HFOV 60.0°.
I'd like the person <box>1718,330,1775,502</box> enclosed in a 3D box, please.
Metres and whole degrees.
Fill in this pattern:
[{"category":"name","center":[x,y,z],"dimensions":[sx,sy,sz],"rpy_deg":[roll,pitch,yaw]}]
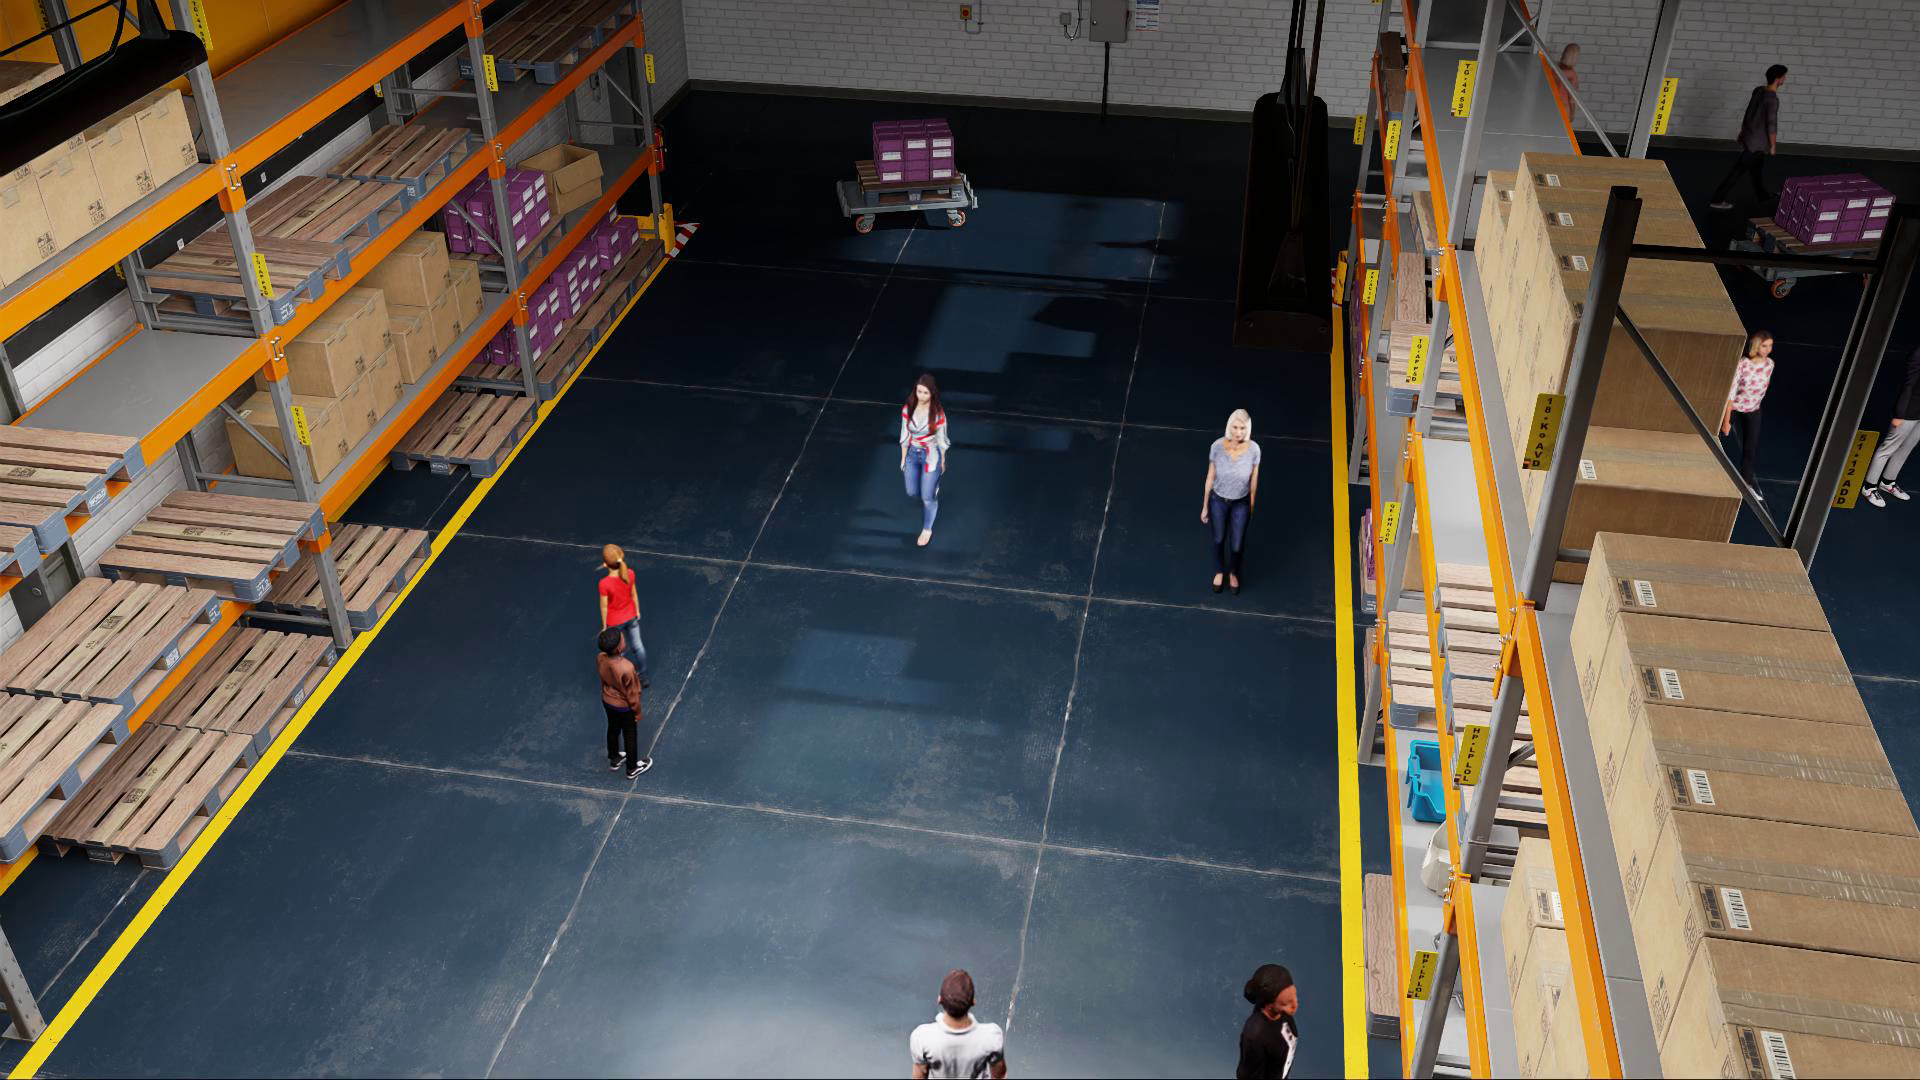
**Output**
[{"category":"person","center":[7.021,-1.193,15.106],"dimensions":[0.860,1.582,1.163],"rpy_deg":[-6,34,-9]}]

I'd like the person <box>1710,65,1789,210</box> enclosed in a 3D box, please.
[{"category":"person","center":[9.721,-4.919,20.512],"dimensions":[0.911,1.802,1.145],"rpy_deg":[-1,34,-1]}]

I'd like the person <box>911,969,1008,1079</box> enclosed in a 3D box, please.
[{"category":"person","center":[-0.007,2.934,8.654],"dimensions":[0.700,1.852,0.635],"rpy_deg":[-3,34,-4]}]

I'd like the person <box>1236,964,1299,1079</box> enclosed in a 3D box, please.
[{"category":"person","center":[1.602,2.888,8.882],"dimensions":[0.728,1.675,0.602],"rpy_deg":[19,38,26]}]

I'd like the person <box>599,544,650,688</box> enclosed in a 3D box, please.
[{"category":"person","center":[-2.569,0.601,12.656],"dimensions":[0.546,1.306,0.615],"rpy_deg":[-25,41,-33]}]

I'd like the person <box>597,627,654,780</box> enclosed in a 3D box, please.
[{"category":"person","center":[-2.435,1.153,11.875],"dimensions":[0.580,1.252,0.589],"rpy_deg":[22,40,30]}]

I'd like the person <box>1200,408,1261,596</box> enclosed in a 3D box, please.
[{"category":"person","center":[2.228,-0.362,13.738],"dimensions":[0.597,1.712,0.585],"rpy_deg":[9,35,13]}]

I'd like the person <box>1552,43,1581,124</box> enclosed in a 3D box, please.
[{"category":"person","center":[7.761,-5.575,21.569],"dimensions":[0.742,1.725,0.638],"rpy_deg":[-13,36,-18]}]

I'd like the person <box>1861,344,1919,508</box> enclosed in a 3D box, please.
[{"category":"person","center":[8.527,-1.223,14.819],"dimensions":[0.798,1.950,0.791],"rpy_deg":[-12,36,-18]}]

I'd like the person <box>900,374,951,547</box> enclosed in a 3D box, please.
[{"category":"person","center":[-0.278,-0.745,14.417],"dimensions":[0.693,1.599,0.853],"rpy_deg":[13,36,19]}]
